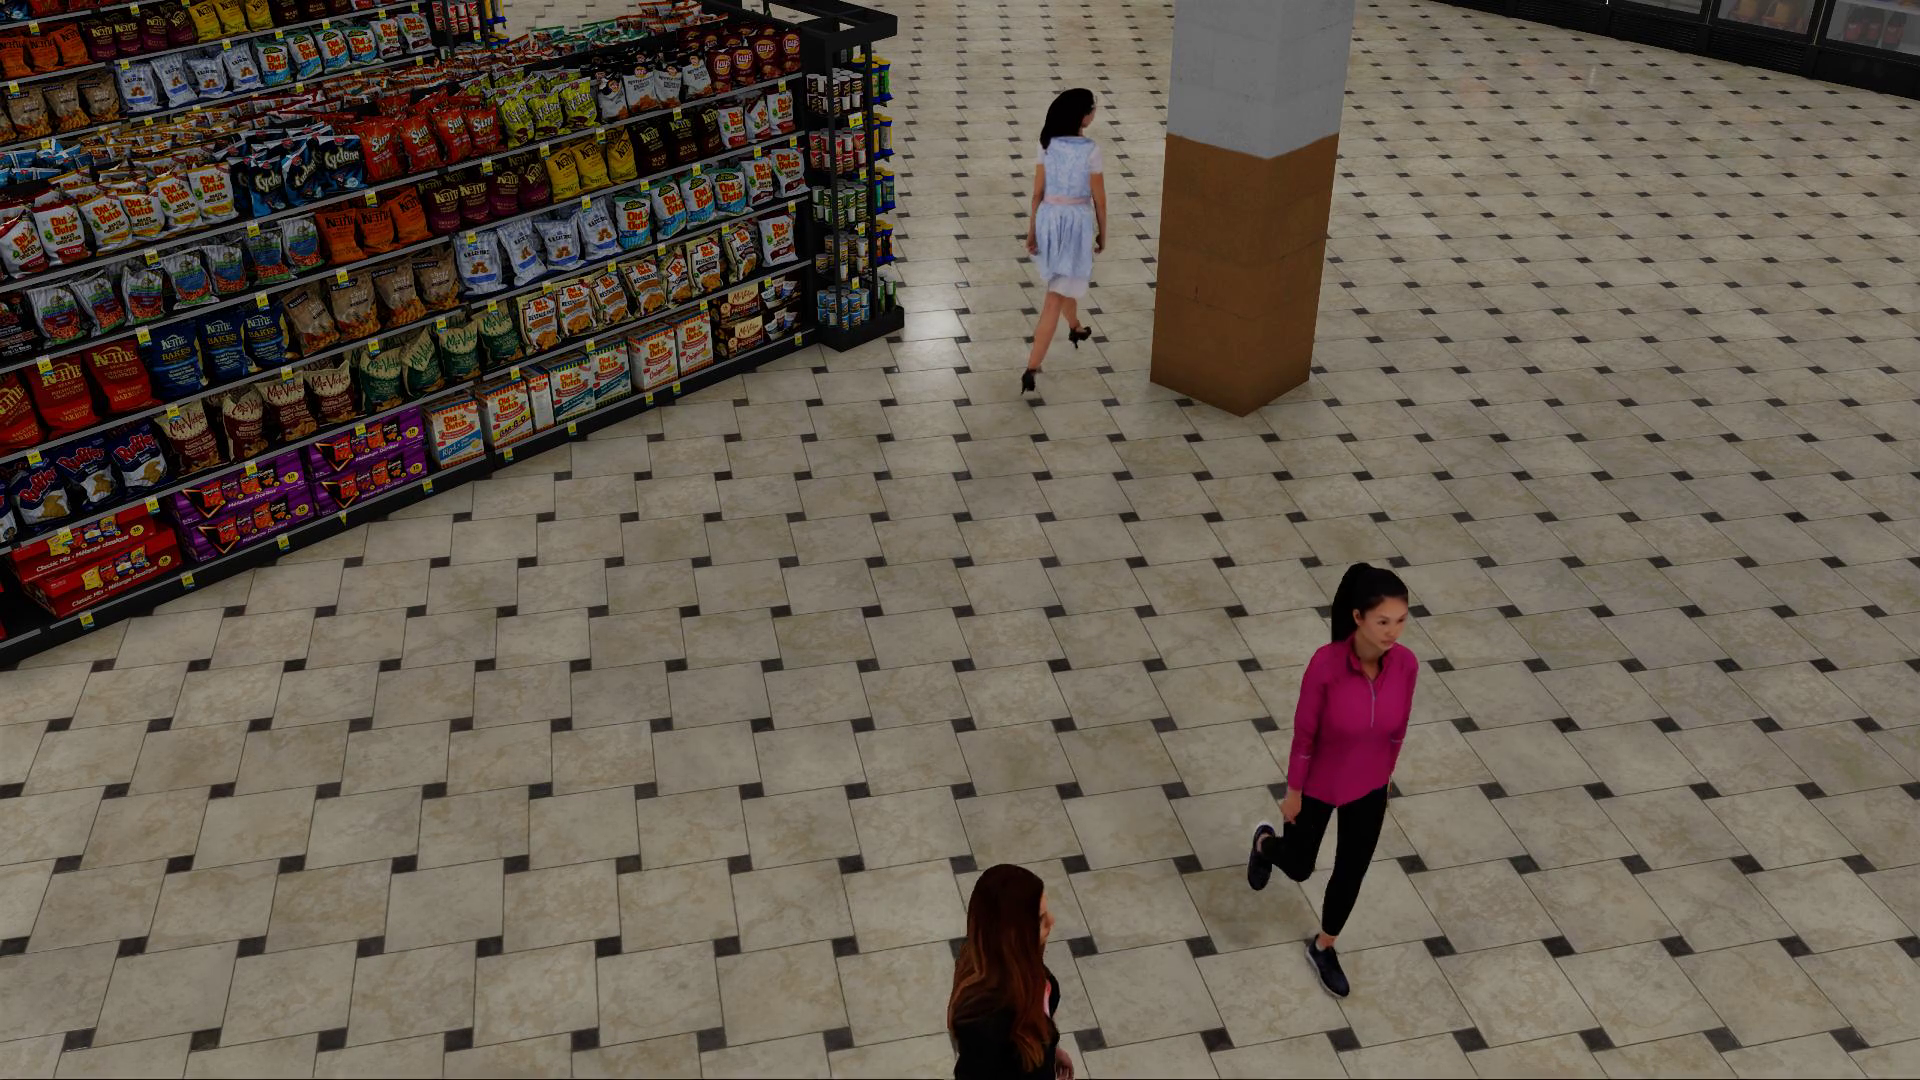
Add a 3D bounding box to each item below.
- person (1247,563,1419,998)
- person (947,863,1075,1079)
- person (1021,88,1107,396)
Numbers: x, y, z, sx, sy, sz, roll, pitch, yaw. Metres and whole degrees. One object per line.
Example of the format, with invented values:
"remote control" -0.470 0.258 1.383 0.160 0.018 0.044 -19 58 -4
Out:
"person" 1.272 0.788 5.760 0.916 1.684 0.915 -6 32 -9
"person" 0.014 1.523 4.583 1.120 1.680 1.110 2 32 3
"person" 0.577 -1.655 9.634 0.929 1.739 1.297 13 34 19
